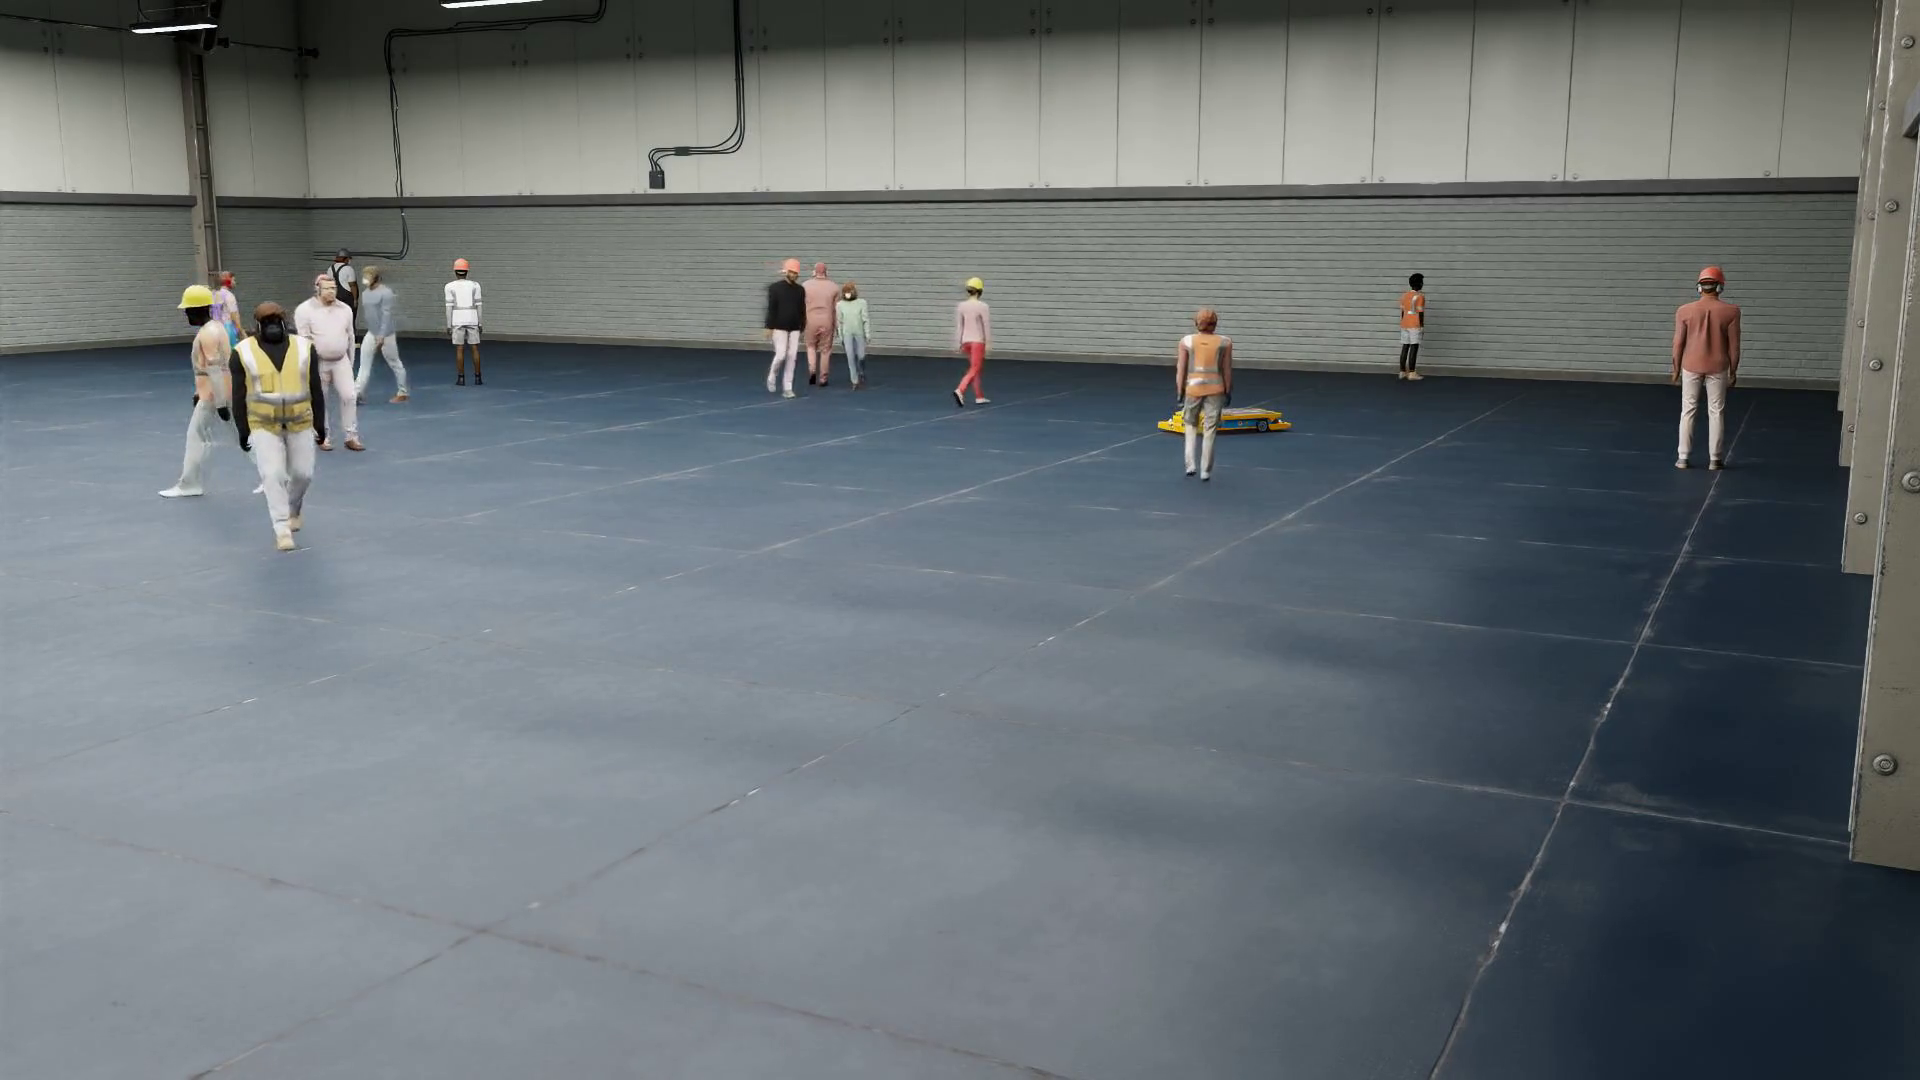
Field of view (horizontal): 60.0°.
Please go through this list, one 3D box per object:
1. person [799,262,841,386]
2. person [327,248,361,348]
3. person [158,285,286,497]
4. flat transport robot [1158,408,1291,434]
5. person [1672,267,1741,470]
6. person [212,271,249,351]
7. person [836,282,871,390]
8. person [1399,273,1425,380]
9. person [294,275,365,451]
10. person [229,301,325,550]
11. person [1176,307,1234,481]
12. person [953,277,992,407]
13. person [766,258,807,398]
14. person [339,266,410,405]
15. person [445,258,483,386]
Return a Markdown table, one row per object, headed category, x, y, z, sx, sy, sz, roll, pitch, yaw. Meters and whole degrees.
| category | x | y | z | sx | sy | sz | roll | pitch | yaw |
| --- | --- | --- | --- | --- | --- | --- | --- | --- | --- |
| person | -2.125 | -3.282 | 25.362 | 0.690 | 1.880 | 0.437 | 0 | 10 | -2 |
| person | -12.552 | -4.946 | 34.016 | 0.684 | 2.000 | 0.535 | 5 | 11 | 24 |
| person | -6.525 | -1.306 | 14.636 | 1.027 | 1.873 | 0.597 | -2 | 11 | -11 |
| flat transport robot | 3.111 | -1.406 | 19.539 | 1.431 | 0.197 | 0.652 | -5 | 11 | -23 |
| person | 7.341 | -1.685 | 16.384 | 0.611 | 1.985 | 0.393 | 5 | 12 | 26 |
| person | -10.448 | -2.938 | 23.749 | 0.990 | 1.798 | 0.572 | -7 | 13 | -34 |
| person | -1.584 | -3.049 | 24.820 | 0.530 | 1.610 | 0.423 | 1 | 10 | 4 |
| person | 7.213 | -3.393 | 26.477 | 0.317 | 1.697 | 0.540 | -4 | 11 | -19 |
| person | -6.670 | -1.859 | 17.644 | 0.647 | 1.879 | 0.743 | -9 | 14 | -40 |
| person | -5.048 | -0.859 | 12.325 | 0.638 | 1.821 | 0.636 | -6 | 12 | -30 |
| person | 2.309 | -1.382 | 15.700 | 0.541 | 1.616 | 0.603 | 1 | 10 | 8 |
| person | 0.158 | -2.671 | 22.405 | 0.528 | 1.737 | 0.801 | 9 | 14 | 41 |
| person | -2.461 | -3.006 | 23.624 | 0.634 | 1.970 | 0.505 | -7 | 13 | -35 |
| person | -7.933 | -2.753 | 22.506 | 0.638 | 1.875 | 1.048 | 6 | 12 | 32 |
| person | -7.604 | -3.337 | 25.519 | 0.542 | 1.939 | 0.364 | -5 | 11 | -23 |
